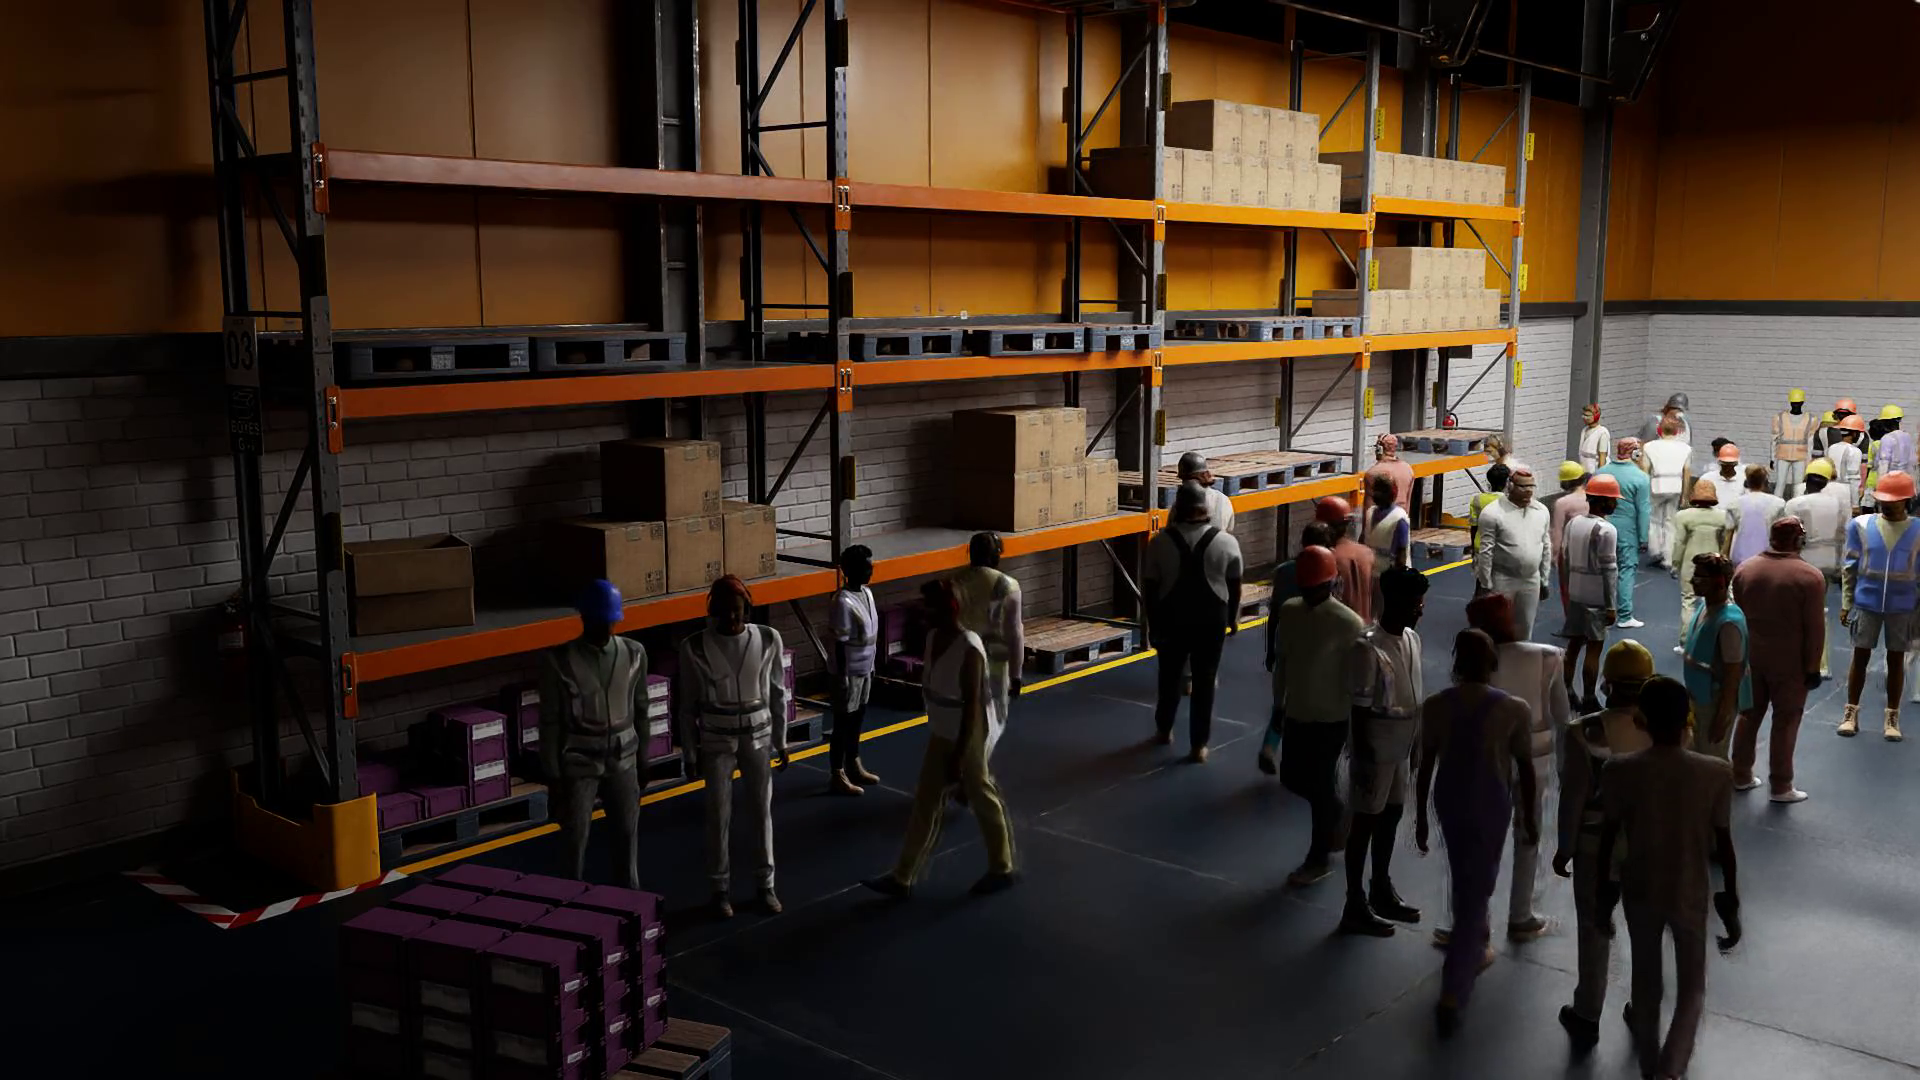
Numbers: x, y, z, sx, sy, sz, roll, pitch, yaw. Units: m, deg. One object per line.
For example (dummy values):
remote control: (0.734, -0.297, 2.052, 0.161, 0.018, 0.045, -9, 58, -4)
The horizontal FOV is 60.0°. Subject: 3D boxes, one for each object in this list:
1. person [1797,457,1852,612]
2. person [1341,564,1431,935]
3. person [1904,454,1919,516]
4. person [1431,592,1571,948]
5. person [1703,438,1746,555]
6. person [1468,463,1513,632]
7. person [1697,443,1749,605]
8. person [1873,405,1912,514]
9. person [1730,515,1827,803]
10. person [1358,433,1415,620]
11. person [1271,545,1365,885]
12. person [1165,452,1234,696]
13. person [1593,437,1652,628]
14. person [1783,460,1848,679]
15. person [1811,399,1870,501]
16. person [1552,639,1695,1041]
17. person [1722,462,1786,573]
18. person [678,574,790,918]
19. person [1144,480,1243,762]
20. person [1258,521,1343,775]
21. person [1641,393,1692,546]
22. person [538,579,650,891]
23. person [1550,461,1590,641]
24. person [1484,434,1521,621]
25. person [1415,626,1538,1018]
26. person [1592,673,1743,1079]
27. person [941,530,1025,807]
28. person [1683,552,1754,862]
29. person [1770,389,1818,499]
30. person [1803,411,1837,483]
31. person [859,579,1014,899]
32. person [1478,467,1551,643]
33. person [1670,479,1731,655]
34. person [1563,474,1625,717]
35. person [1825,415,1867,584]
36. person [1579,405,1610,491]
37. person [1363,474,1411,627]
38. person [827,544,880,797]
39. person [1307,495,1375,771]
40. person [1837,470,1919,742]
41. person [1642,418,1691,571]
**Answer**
person: (9.001, -0.060, 17.332, 0.539, 1.607, 0.644, 8, 12, 41)
person: (2.260, 1.095, 8.818, 0.385, 1.950, 0.608, 8, 12, 44)
person: (13.472, -1.091, 23.099, 0.650, 1.893, 0.655, 1, 9, 6)
person: (2.791, 1.190, 8.528, 0.715, 1.853, 0.440, 0, 9, 2)
person: (8.843, -0.371, 19.241, 0.891, 1.642, 0.540, -7, 11, -39)
person: (5.151, 0.107, 15.993, 0.533, 1.697, 0.318, 7, 11, 36)
person: (8.049, -0.151, 17.522, 0.558, 1.742, 0.358, 4, 10, 24)
person: (11.489, -0.707, 20.567, 0.592, 1.912, 0.399, -7, 11, -36)
person: (5.438, 0.778, 11.047, 0.395, 1.900, 0.642, -5, 10, -28)
person: (4.280, -0.130, 16.846, 0.643, 1.909, 0.410, -6, 11, -35)
person: (2.096, 0.976, 9.555, 0.636, 1.960, 0.665, -7, 11, -37)
person: (1.922, 0.265, 13.867, 0.674, 2.000, 0.535, -8, 12, -42)
person: (6.590, -0.078, 16.549, 0.399, 1.899, 0.647, -5, 10, -30)
person: (7.486, 0.248, 14.585, 0.617, 1.870, 0.813, -2, 9, -14)
person: (10.602, -0.690, 20.087, 0.612, 2.029, 0.407, 5, 10, 29)
person: (2.976, 1.353, 7.520, 0.601, 1.830, 0.404, 0, 9, -3)
person: (7.080, 0.227, 14.837, 0.543, 1.818, 0.501, 5, 10, 32)
person: (-1.219, 1.104, 8.987, 0.589, 1.876, 0.358, -3, 9, -19)
person: (1.688, 0.537, 12.117, 0.703, 2.000, 0.837, 1, 9, 7)
person: (2.333, 0.776, 11.280, 0.542, 1.825, 0.456, 7, 11, 39)
person: (9.167, -0.921, 21.515, 0.705, 2.000, 0.542, -2, 9, -15)
person: (-1.866, 1.148, 8.562, 0.606, 1.931, 0.430, -6, 11, -35)
person: (5.880, 0.113, 15.820, 0.601, 1.734, 0.510, -3, 9, -17)
person: (5.471, -0.116, 16.774, 0.452, 1.901, 0.666, -1, 9, -5)
person: (2.416, 1.320, 7.881, 0.519, 1.803, 0.911, 6, 11, 36)
person: (2.870, 1.466, 6.752, 0.570, 1.845, 0.423, 4, 10, 24)
person: (0.091, 0.845, 10.878, 0.660, 1.813, 0.722, 5, 10, 27)
person: (4.463, 0.987, 9.838, 0.390, 1.846, 0.564, 2, 9, 10)
person: (11.772, -1.175, 23.519, 0.585, 1.928, 0.369, 4, 10, 26)
person: (11.407, -0.833, 21.948, 0.492, 1.731, 0.324, 3, 9, 19)
person: (-0.089, 1.110, 9.177, 0.931, 1.788, 0.595, -5, 10, -30)
person: (4.631, 0.337, 13.871, 0.644, 1.900, 0.399, -2, 9, -13)
person: (6.783, 0.255, 15.243, 0.507, 1.631, 0.271, 1, 9, 9)
person: (4.975, 0.443, 13.061, 0.368, 1.933, 0.552, -3, 9, -16)
person: (10.070, -0.461, 18.934, 0.388, 1.926, 0.549, -1, 9, -5)
person: (8.279, -0.853, 21.739, 0.387, 1.838, 0.562, -1, 9, -6)
person: (3.636, 0.333, 14.168, 0.459, 1.818, 0.635, -3, 9, -18)
person: (-0.716, 0.861, 11.157, 0.319, 1.691, 0.536, 3, 9, 19)
person: (2.615, 0.682, 11.379, 0.638, 1.975, 0.615, -6, 11, -33)
person: (6.915, 0.491, 12.428, 0.605, 2.037, 0.394, 5, 10, 31)
person: (8.351, -0.536, 19.757, 0.610, 1.817, 0.446, 0, 9, 2)
